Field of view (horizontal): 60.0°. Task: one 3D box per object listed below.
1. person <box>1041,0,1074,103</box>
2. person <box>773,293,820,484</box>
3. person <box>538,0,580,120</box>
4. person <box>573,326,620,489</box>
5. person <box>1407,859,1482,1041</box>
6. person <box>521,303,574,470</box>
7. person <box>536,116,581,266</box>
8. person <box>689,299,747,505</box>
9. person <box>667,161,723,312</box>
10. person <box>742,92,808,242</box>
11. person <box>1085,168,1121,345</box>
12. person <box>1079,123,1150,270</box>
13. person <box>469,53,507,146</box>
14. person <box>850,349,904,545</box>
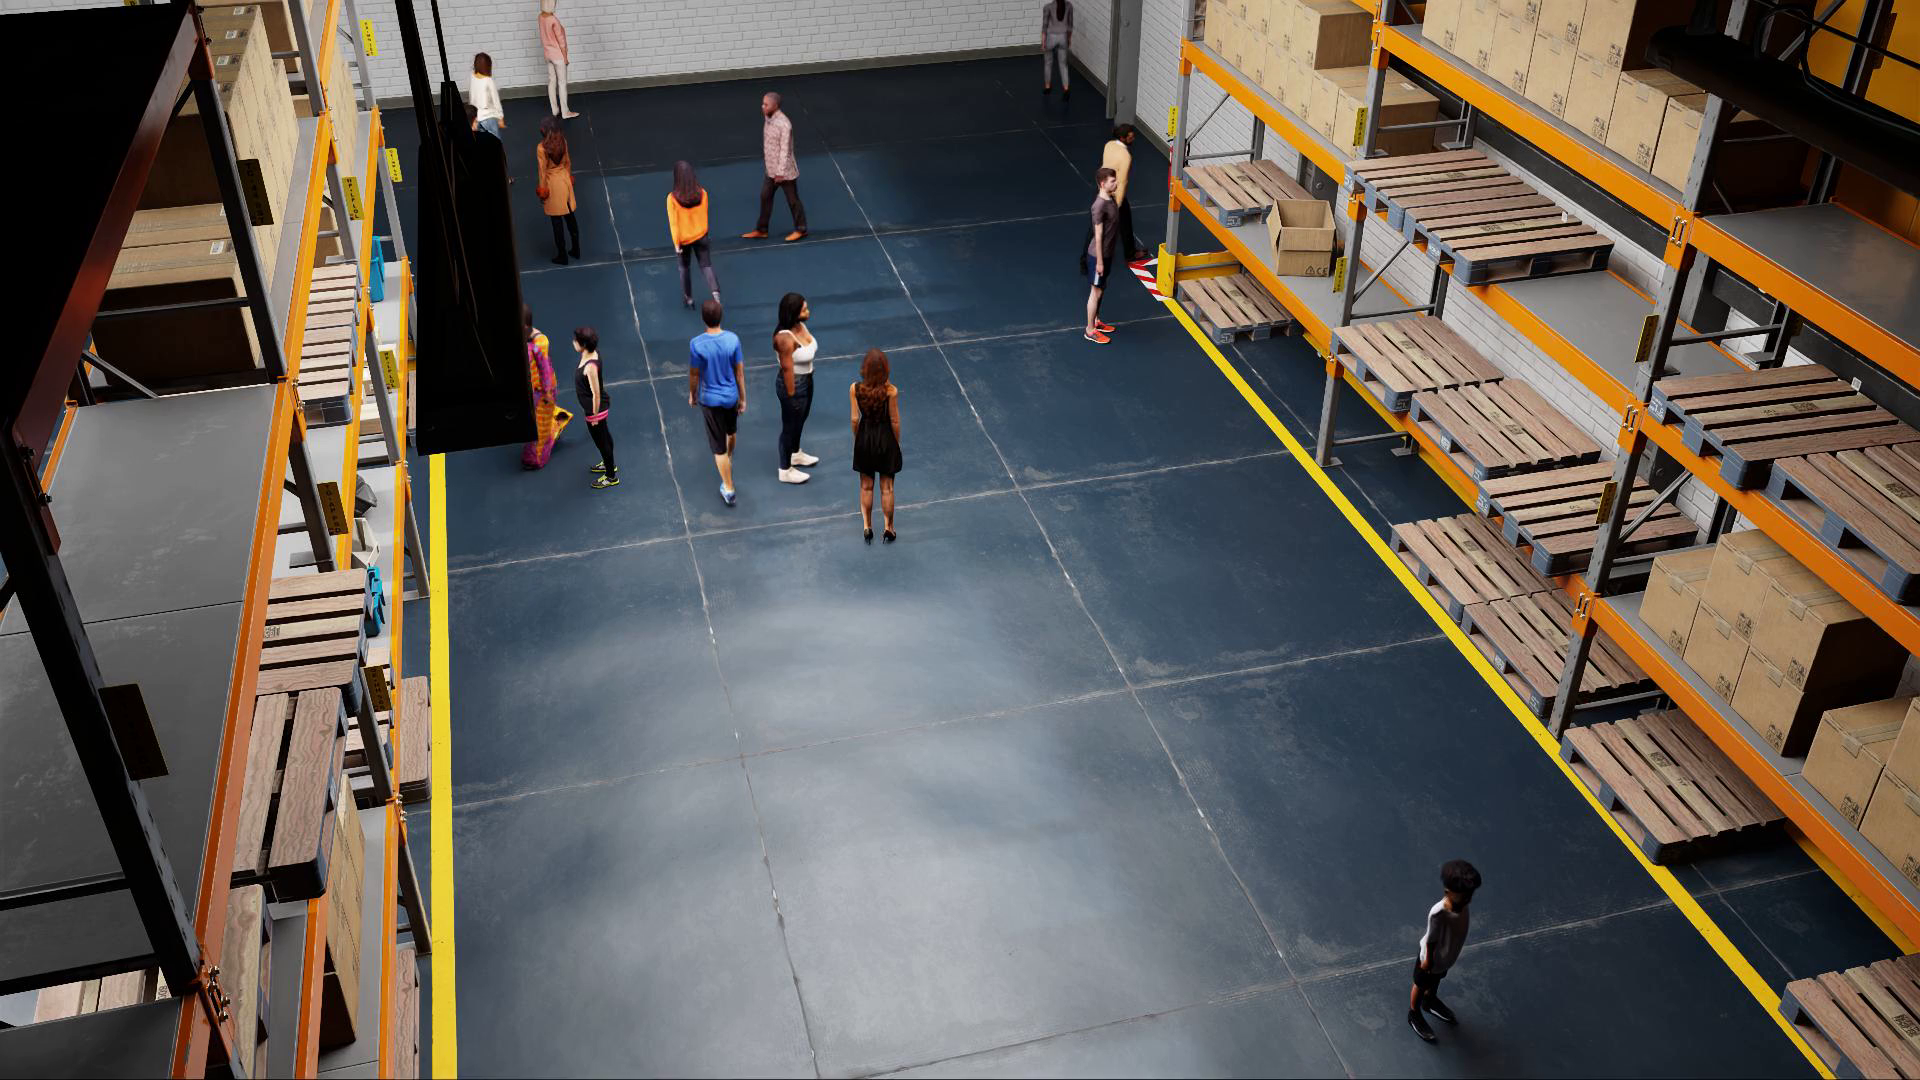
[{"bbox_3d":[1.394,-7.000,23.478,0.625,1.659,0.946,-7,34,-10],"label":"person"},{"bbox_3d":[-1.498,-1.381,14.892,0.786,1.806,0.681,6,34,9],"label":"person"},{"bbox_3d":[-5.598,-6.707,22.977,0.648,1.726,0.743,25,41,32],"label":"person"},{"bbox_3d":[-3.257,-1.213,14.868,0.616,1.552,0.468,-5,34,-8],"label":"person"},{"bbox_3d":[2.819,2.362,9.751,0.561,1.263,0.592,-25,41,-32],"label":"person"},{"bbox_3d":[-3.852,-1.449,15.131,0.963,1.653,1.014,20,38,27],"label":"person"},{"bbox_3d":[-4.565,-3.971,18.870,0.808,1.715,0.772,22,39,29],"label":"person"},{"bbox_3d":[-2.081,-1.164,14.540,0.746,1.833,1.124,-15,37,-22],"label":"person"},{"bbox_3d":[-2.793,-3.152,17.630,0.791,1.723,1.098,-18,38,-25],"label":"person"},{"bbox_3d":[-2.004,-4.342,19.367,0.972,1.782,1.043,-21,39,-29],"label":"person"},{"bbox_3d":[1.461,-2.968,17.237,0.792,1.853,0.681,11,35,15],"label":"person"},{"bbox_3d":[1.638,-3.814,18.644,0.988,1.703,1.153,-21,39,-29],"label":"person"},{"bbox_3d":[-5.944,-5.283,20.877,0.792,1.678,0.863,15,36,21],"label":"person"},{"bbox_3d":[-0.705,-0.770,13.947,0.649,1.834,0.647,5,34,7],"label":"person"}]
